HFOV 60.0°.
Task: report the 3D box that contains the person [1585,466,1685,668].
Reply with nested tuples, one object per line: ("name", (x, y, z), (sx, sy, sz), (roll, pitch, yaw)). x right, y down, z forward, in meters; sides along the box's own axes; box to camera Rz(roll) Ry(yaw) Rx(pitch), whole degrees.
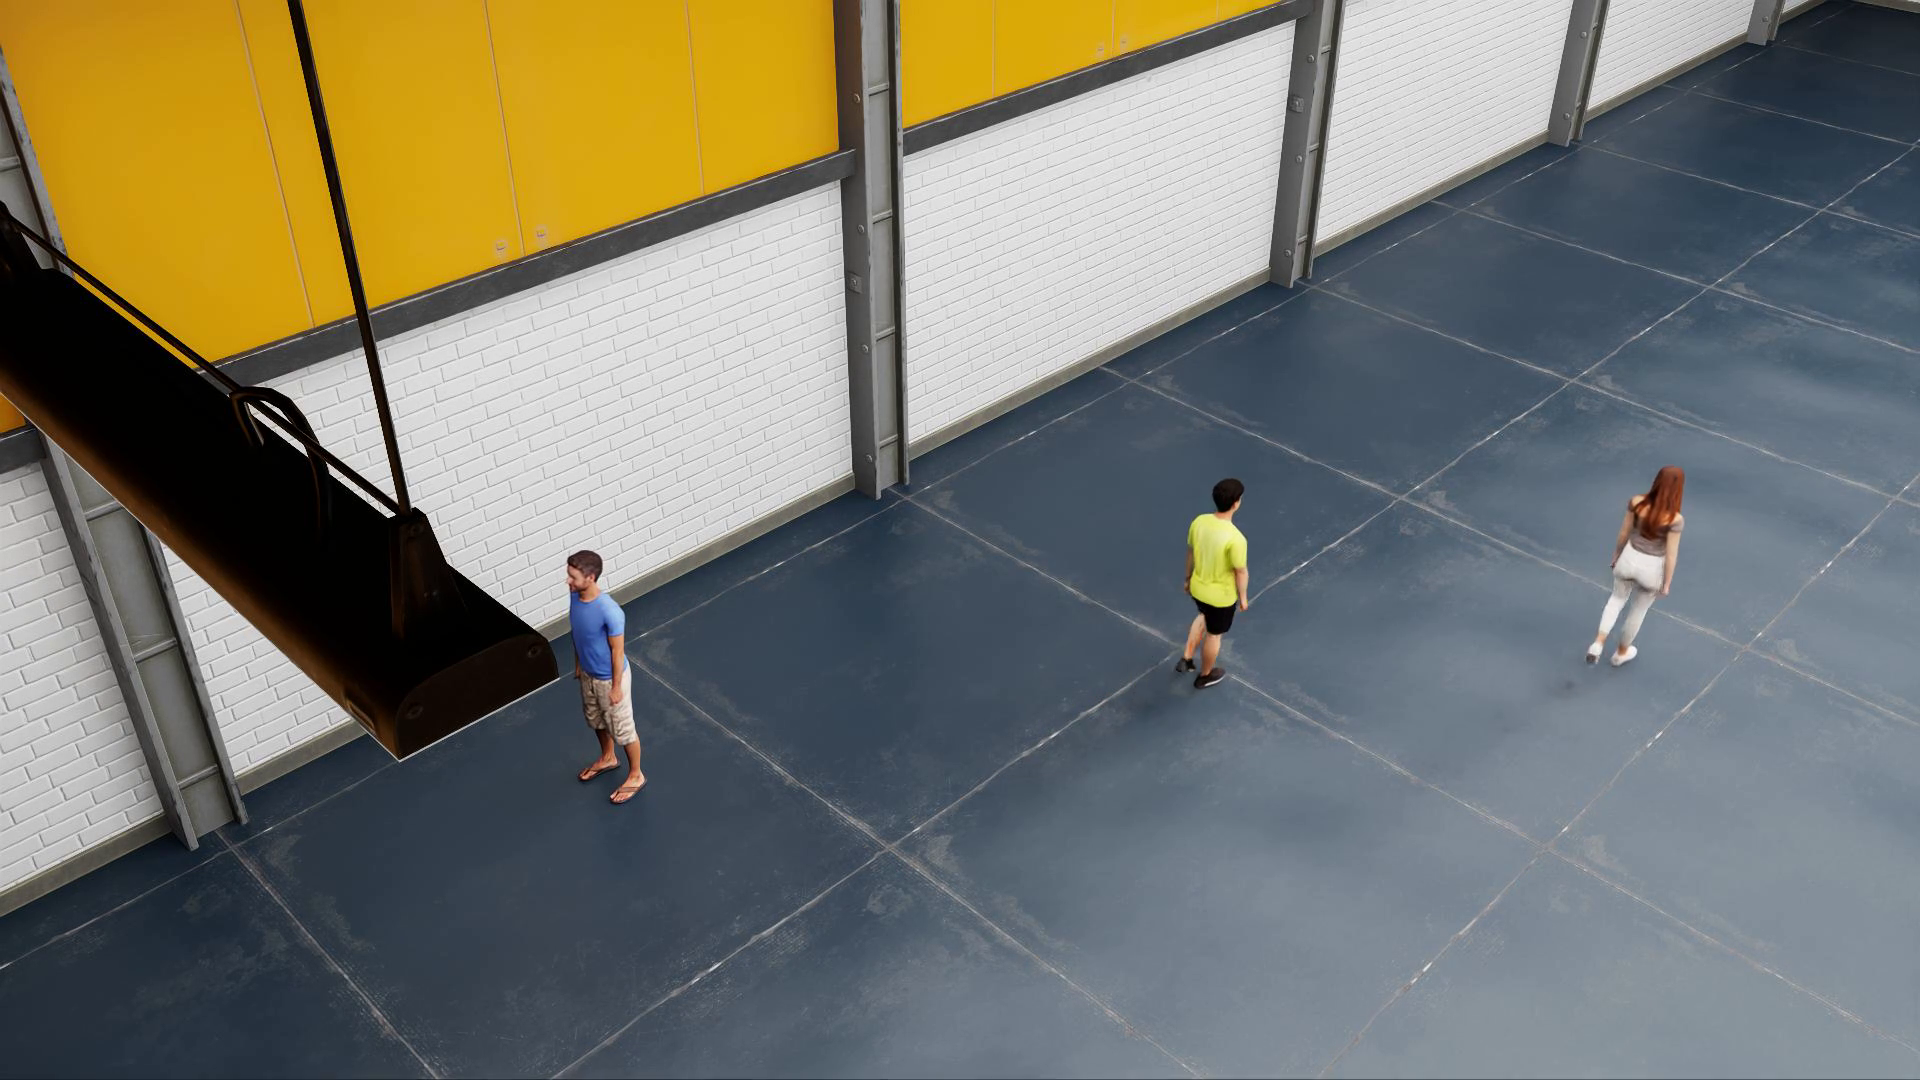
("person", (4.790, 0.236, 11.817), (0.820, 1.712, 0.616), (-27, 42, -34))

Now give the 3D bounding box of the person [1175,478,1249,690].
("person", (1.731, 0.362, 11.643), (0.679, 1.696, 0.653), (-26, 41, -33))

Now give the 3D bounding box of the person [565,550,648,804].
("person", (-2.310, 0.843, 10.768), (0.648, 1.864, 0.568), (26, 42, 34))
